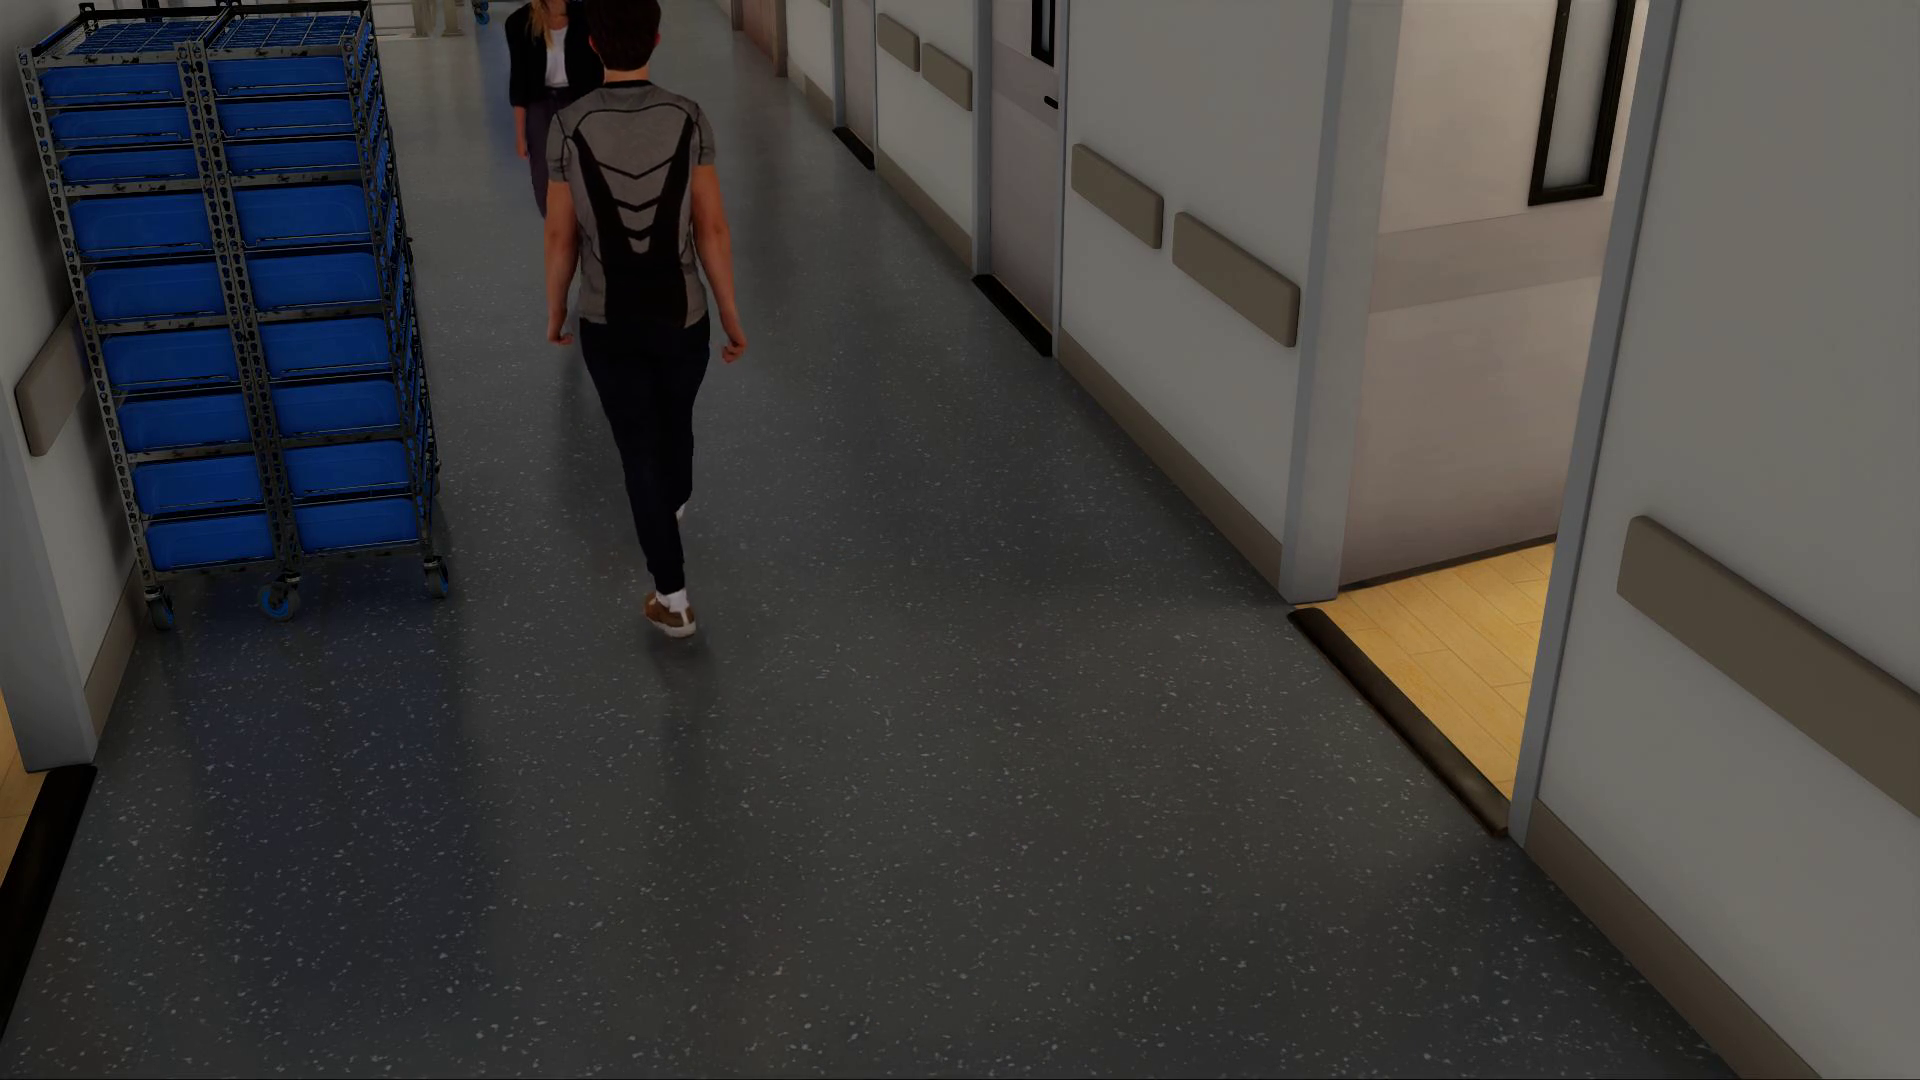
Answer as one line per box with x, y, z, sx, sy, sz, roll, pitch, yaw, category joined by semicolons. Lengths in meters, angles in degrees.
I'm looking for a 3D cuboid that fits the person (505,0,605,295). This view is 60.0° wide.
-1.819;-1.860;7.638;0.637;1.641;1.007;-5;26;-10;person

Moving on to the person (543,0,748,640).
-0.894;-0.605;4.800;0.779;1.846;1.221;-10;27;-19;person
